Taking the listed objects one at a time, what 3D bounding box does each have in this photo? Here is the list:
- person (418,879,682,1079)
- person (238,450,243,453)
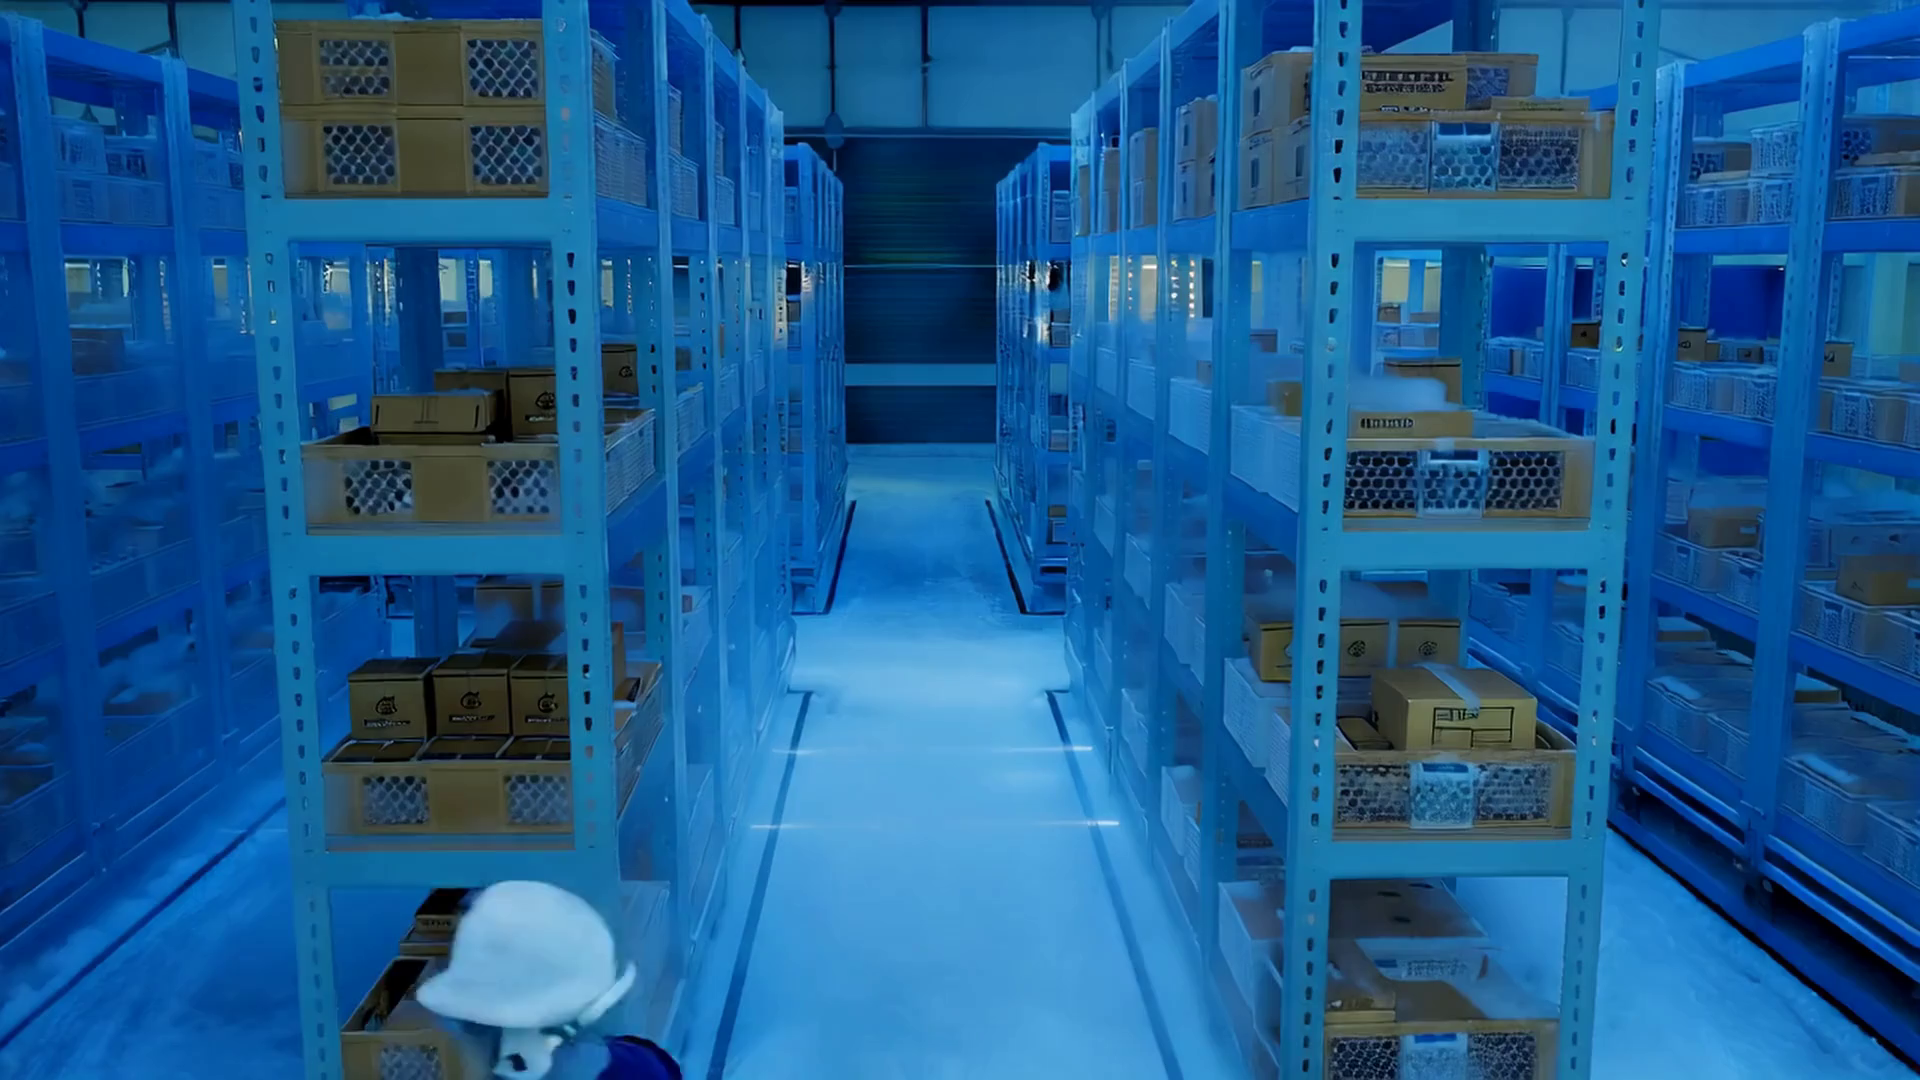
[{"bbox_3d":[-0.510,1.383,2.536,0.752,1.811,0.602,1,9,6],"label":"person"},{"bbox_3d":[-8.722,-1.608,20.698,0.962,1.797,0.592,0,9,1],"label":"person"}]
